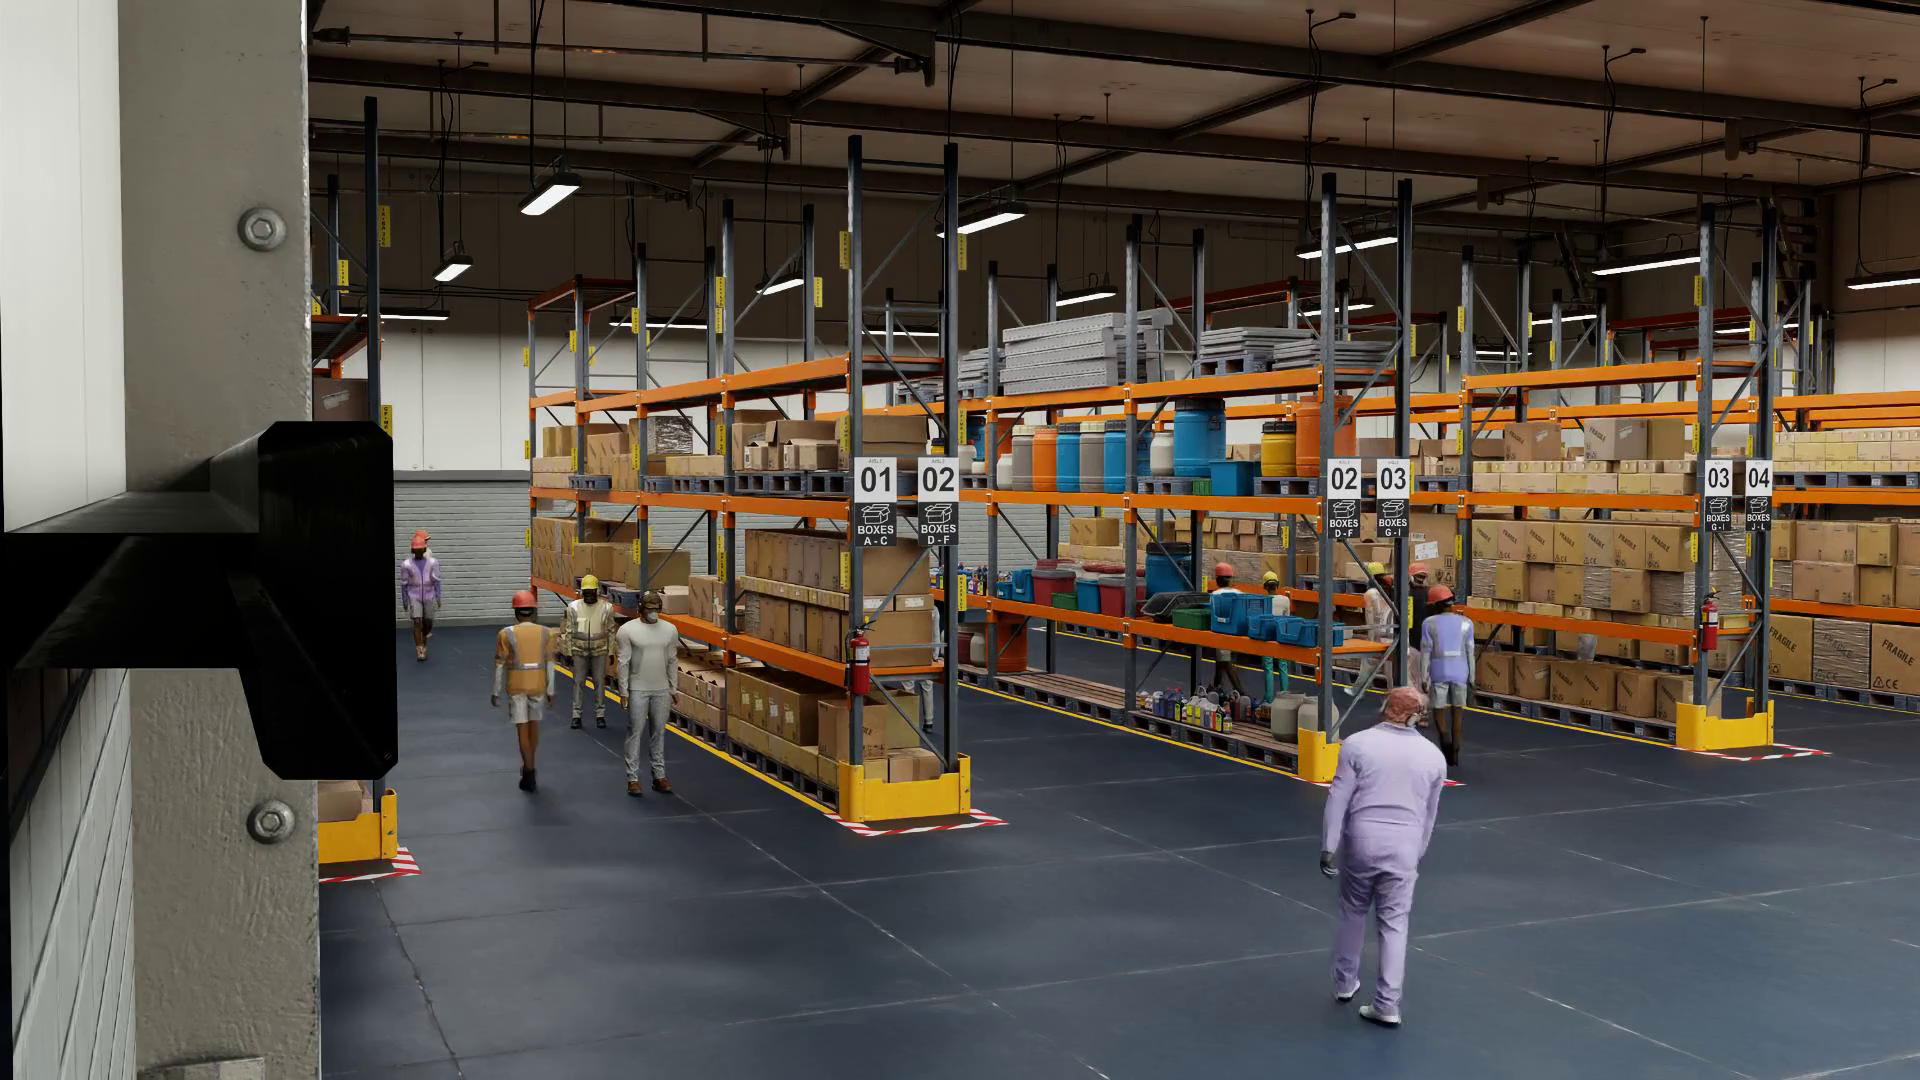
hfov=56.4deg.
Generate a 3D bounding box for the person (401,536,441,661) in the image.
[{"bbox_3d":[-8.839,0.935,29.342,0.621,2.026,0.777,-1,2,-28],"label":"person"}]

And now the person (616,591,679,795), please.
[{"bbox_3d":[-2.975,1.449,17.134,0.628,1.935,0.373,-1,3,-33],"label":"person"}]

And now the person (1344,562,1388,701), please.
[{"bbox_3d":[5.548,1.229,23.717,0.606,1.871,1.009,-1,2,-28],"label":"person"}]

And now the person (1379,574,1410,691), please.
[{"bbox_3d":[5.025,1.335,20.739,0.337,1.882,0.585,0,2,3],"label":"person"}]

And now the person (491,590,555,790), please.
[{"bbox_3d":[-4.298,1.446,17.532,0.567,1.897,0.893,-1,3,-32],"label":"person"}]

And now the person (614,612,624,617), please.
[{"bbox_3d":[-6.310,0.854,32.214,0.899,1.970,0.608,-1,2,-20],"label":"person"}]

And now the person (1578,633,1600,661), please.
[{"bbox_3d":[9.142,1.122,25.969,0.637,1.918,0.542,0,2,-10],"label":"person"}]

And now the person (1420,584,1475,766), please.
[{"bbox_3d":[5.074,1.409,18.595,0.575,1.906,0.642,0,2,7],"label":"person"}]

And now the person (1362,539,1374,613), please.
[{"bbox_3d":[7.086,0.931,30.904,0.587,1.914,0.392,-2,3,-36],"label":"person"}]

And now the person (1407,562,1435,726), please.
[{"bbox_3d":[5.496,1.258,21.625,0.648,1.969,0.426,-2,3,-42],"label":"person"}]

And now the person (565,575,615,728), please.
[{"bbox_3d":[-4.440,1.330,21.516,0.589,1.835,0.404,0,2,-9],"label":"person"}]

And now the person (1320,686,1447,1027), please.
[{"bbox_3d":[2.389,1.760,10.185,0.725,1.854,0.752,0,2,3],"label":"person"}]

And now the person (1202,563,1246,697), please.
[{"bbox_3d":[3.436,1.240,23.129,0.554,1.899,0.984,-2,3,-35],"label":"person"}]

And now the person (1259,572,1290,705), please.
[{"bbox_3d":[4.072,1.294,23.404,0.523,1.762,0.329,-1,2,-25],"label":"person"}]

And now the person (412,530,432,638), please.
[{"bbox_3d":[-9.943,0.805,33.147,0.379,1.995,0.612,0,2,-6],"label":"person"}]

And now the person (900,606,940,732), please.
[{"bbox_3d":[-0.531,1.348,21.055,0.600,1.829,0.404,-1,2,-21],"label":"person"}]
